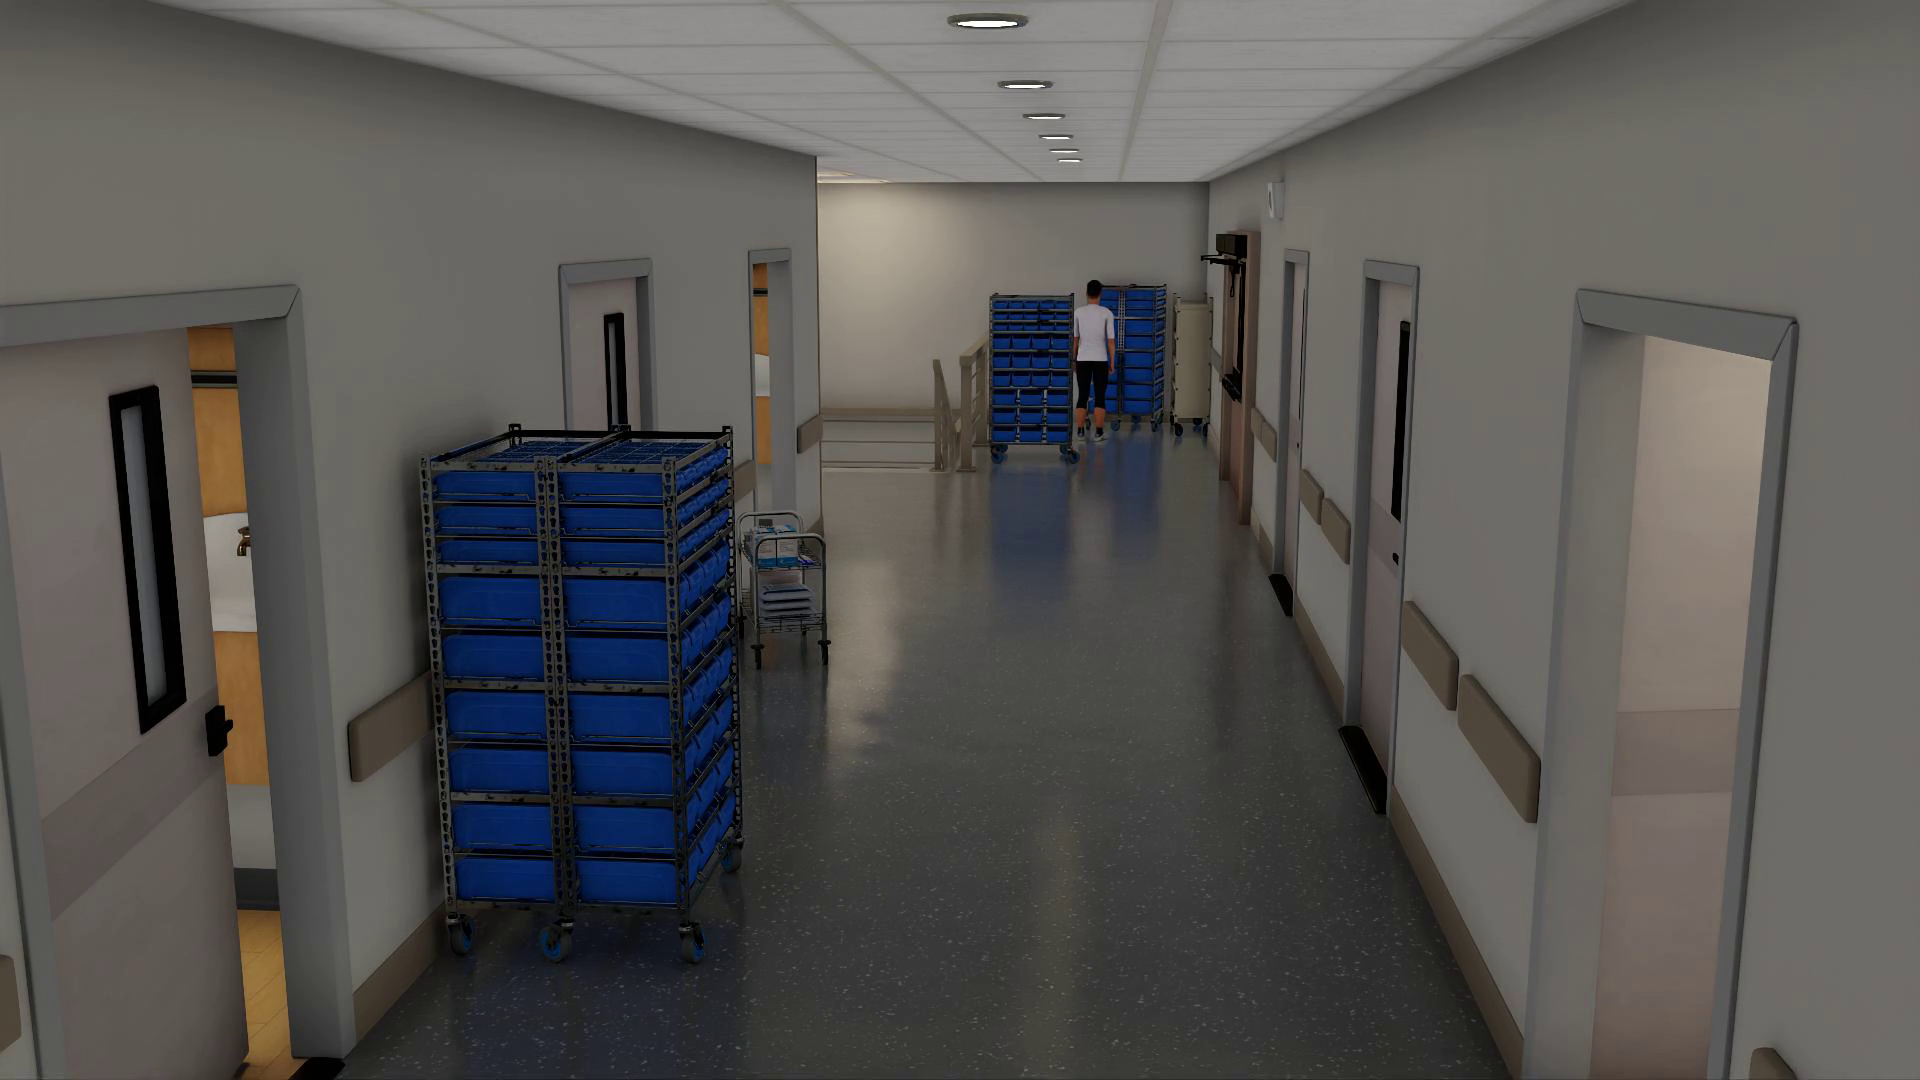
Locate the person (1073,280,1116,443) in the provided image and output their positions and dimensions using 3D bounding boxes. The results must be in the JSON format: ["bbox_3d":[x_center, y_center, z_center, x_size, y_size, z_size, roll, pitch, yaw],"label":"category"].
[{"bbox_3d":[1.528,-2.071,19.199,0.695,1.848,0.612,3,11,15],"label":"person"}]
